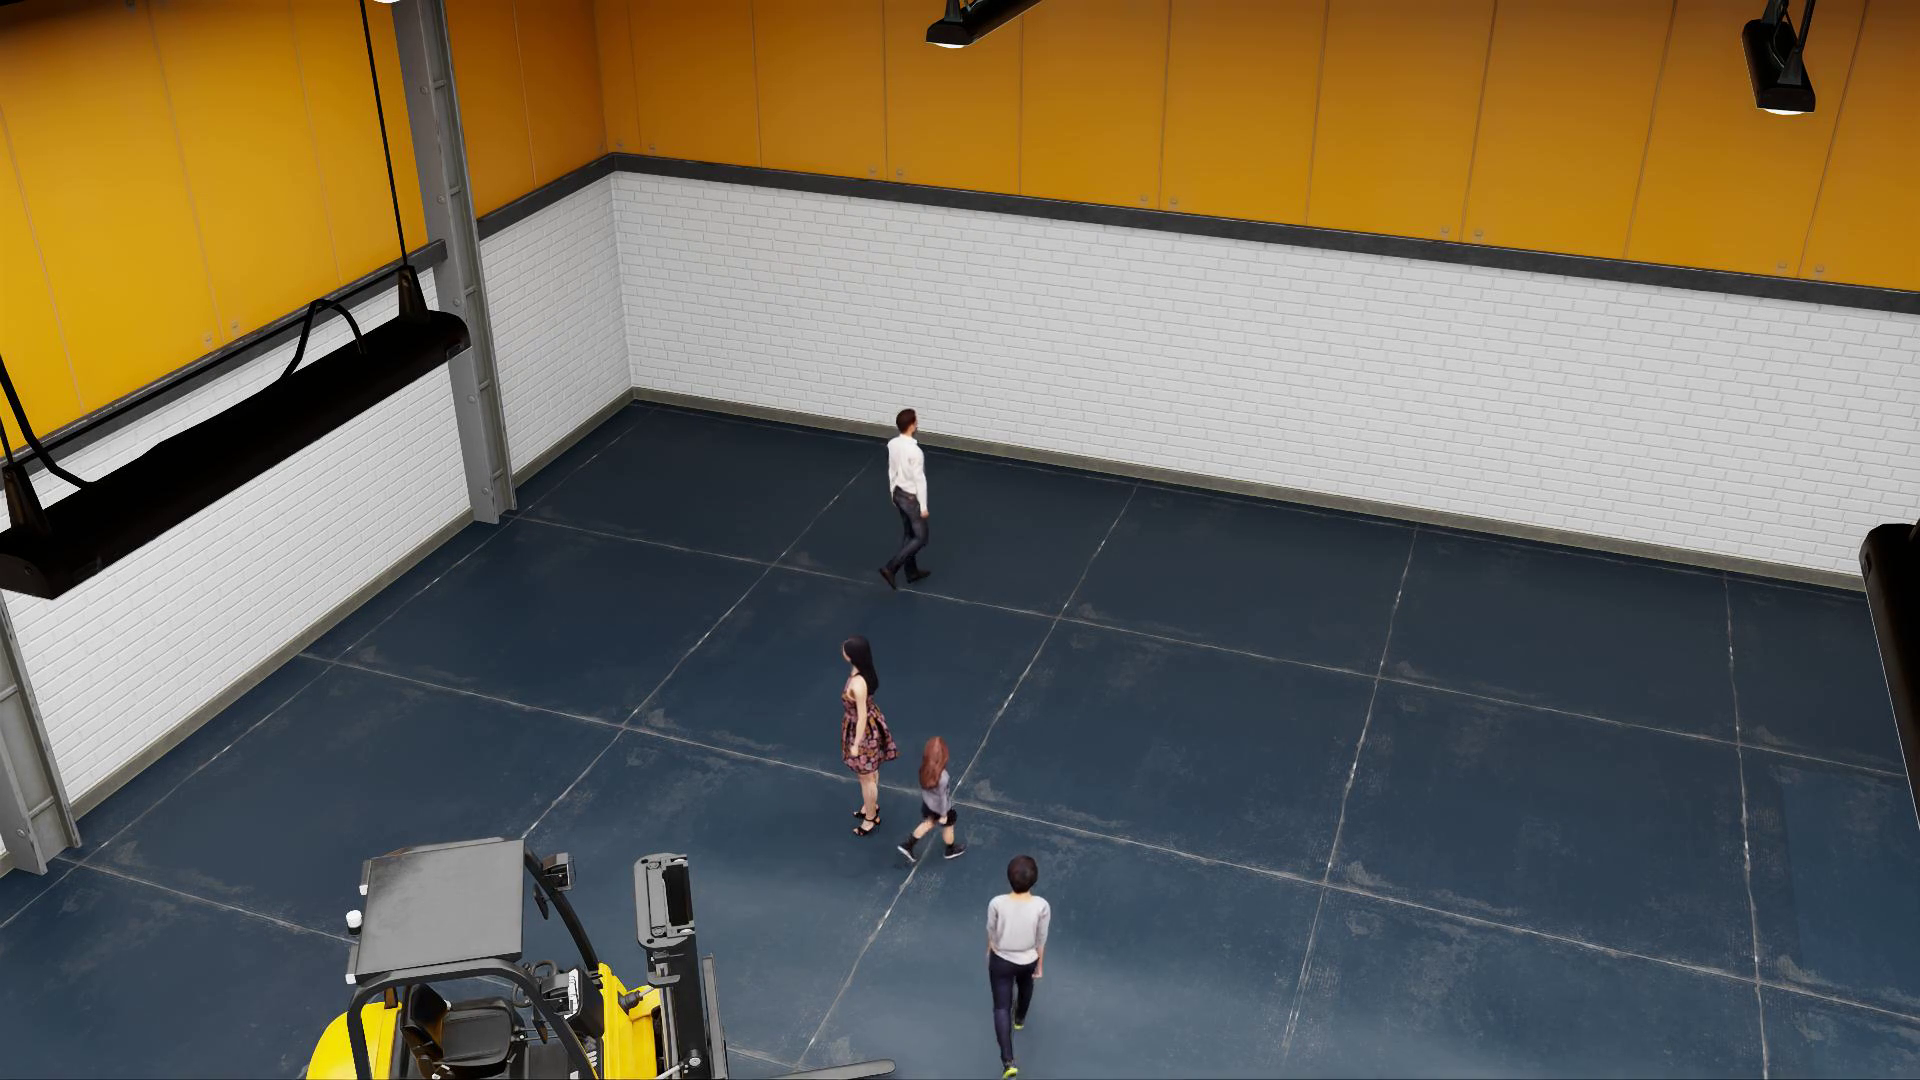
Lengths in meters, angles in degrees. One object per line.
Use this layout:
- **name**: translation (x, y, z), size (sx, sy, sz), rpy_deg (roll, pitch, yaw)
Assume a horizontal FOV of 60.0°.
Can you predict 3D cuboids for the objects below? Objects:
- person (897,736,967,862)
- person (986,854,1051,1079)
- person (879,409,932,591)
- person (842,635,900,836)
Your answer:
- **person**: translation (-0.230, 1.964, 12.453), size (0.821, 1.090, 0.759), rpy_deg (-12, 31, -21)
- **person**: translation (0.351, 2.723, 10.614), size (0.833, 1.519, 1.100), rpy_deg (-2, 29, -3)
- **person**: translation (-0.543, -0.346, 15.888), size (1.042, 1.857, 0.940), rpy_deg (-20, 34, -32)
- **person**: translation (-0.741, 1.472, 12.639), size (0.805, 1.775, 0.704), rpy_deg (2, 29, 3)
